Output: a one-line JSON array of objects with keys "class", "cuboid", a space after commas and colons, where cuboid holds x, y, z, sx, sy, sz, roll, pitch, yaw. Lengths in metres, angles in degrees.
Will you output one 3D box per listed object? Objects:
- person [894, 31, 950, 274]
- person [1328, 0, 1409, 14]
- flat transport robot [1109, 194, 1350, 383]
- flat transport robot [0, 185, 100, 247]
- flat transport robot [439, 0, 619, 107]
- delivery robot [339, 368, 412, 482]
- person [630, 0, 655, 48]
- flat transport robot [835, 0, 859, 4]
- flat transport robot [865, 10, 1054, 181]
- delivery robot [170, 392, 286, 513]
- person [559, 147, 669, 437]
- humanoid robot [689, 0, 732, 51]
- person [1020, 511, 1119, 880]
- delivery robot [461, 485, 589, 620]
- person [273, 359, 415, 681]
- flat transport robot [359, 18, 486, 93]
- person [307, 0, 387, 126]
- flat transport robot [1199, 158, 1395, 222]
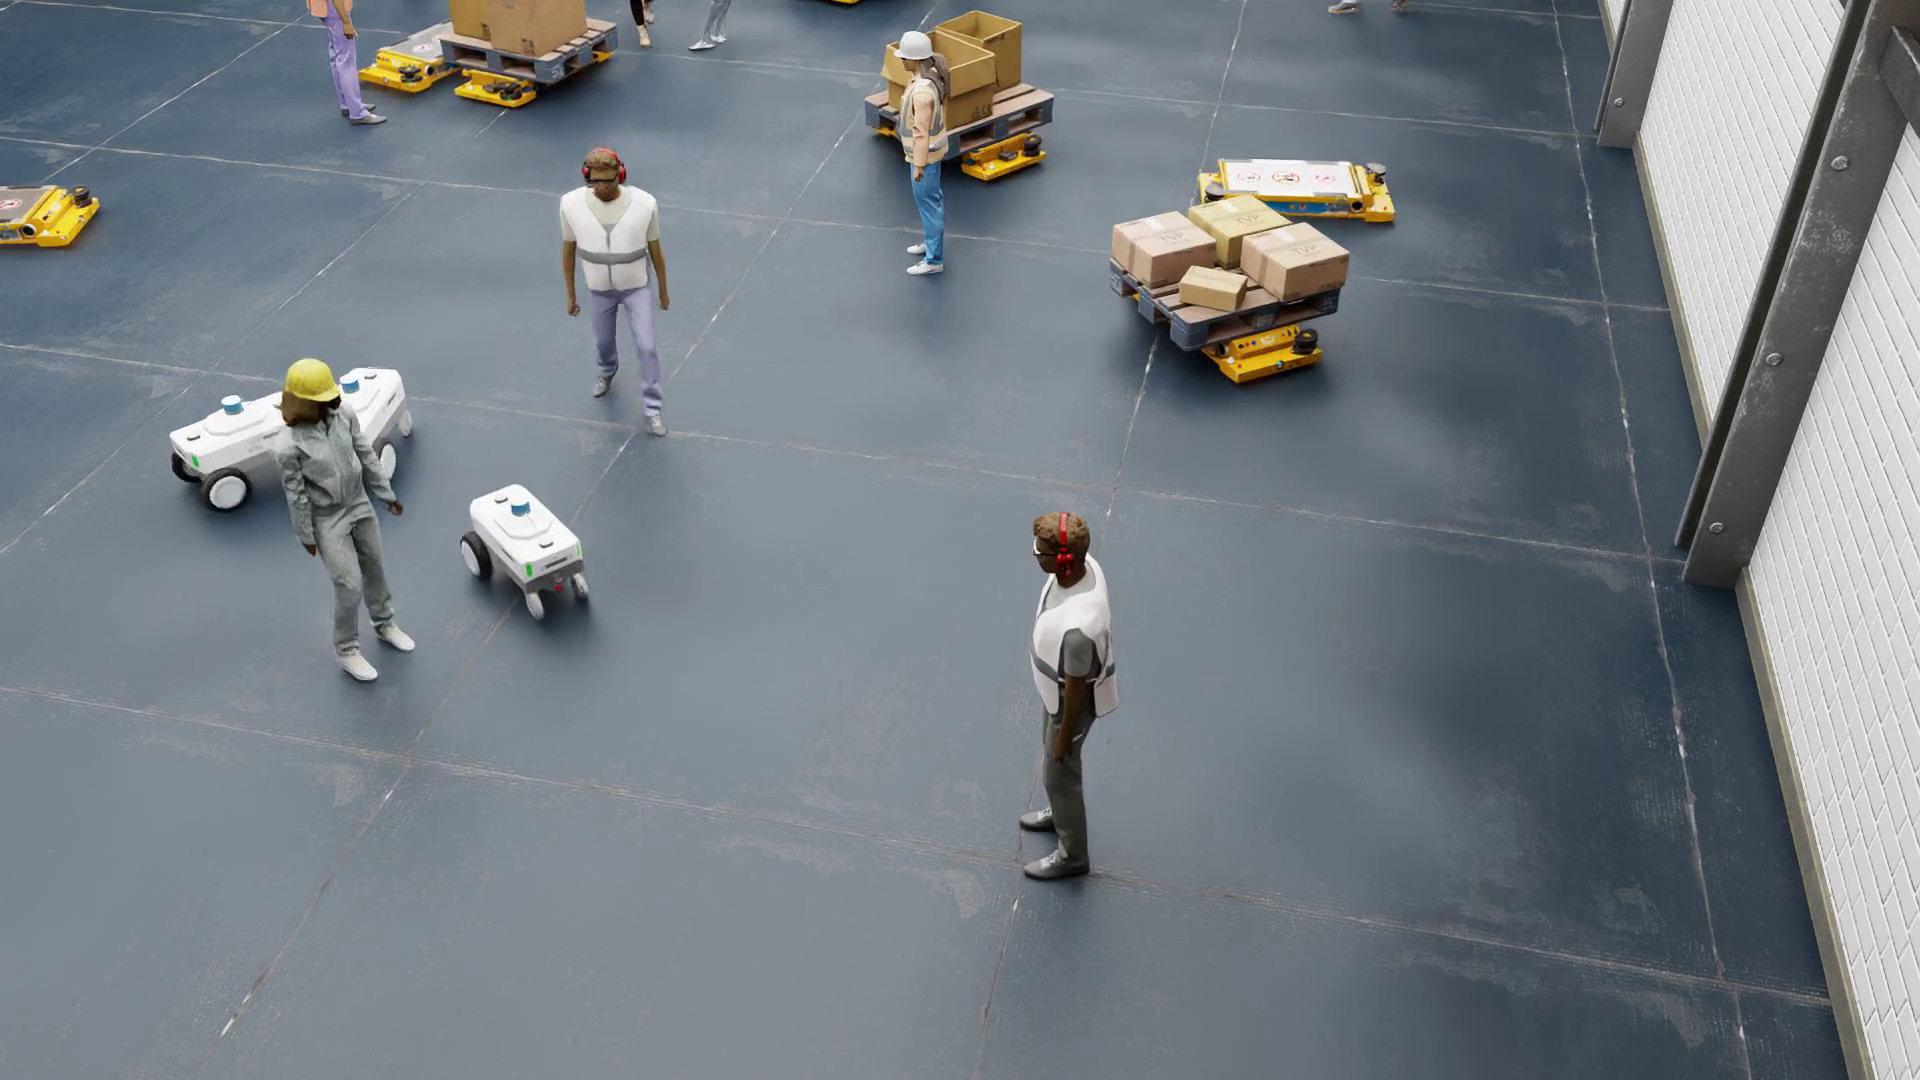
[{"class": "person", "cuboid": [-0.258, -2.706, 11.629, 0.379, 1.721, 0.487, 0, 37, 0]}, {"class": "person", "cuboid": [4.027, -5.915, 15.810, 0.742, 1.859, 0.583, -2, 37, -3]}, {"class": "flat transport robot", "cuboid": [1.763, -1.534, 11.272, 0.659, 0.231, 1.431, -16, 40, -21]}, {"class": "flat transport robot", "cuboid": [-7.300, -2.404, 12.436, 1.431, 0.231, 0.659, -2, 37, -3]}, {"class": "flat transport robot", "cuboid": [-3.809, -4.244, 14.897, 0.659, 0.231, 1.431, 17, 40, 21]}, {"class": "delivery robot", "cuboid": [-3.585, -0.719, 9.916, 0.499, 0.563, 0.738, 4, 37, 5]}, {"class": "person", "cuboid": [-3.007, -5.430, 15.306, 0.548, 1.675, 0.514, -16, 40, -21]}, {"class": "flat transport robot", "cuboid": [-1.004, -5.826, 17.014, 0.659, 0.231, 1.431, 19, 41, 23]}, {"class": "flat transport robot", "cuboid": [-0.020, -3.333, 13.678, 0.659, 0.231, 1.431, -28, 45, -32]}, {"class": "delivery robot", "cuboid": [-4.215, -0.548, 9.726, 0.788, 0.610, 0.499, -29, 46, -33]}, {"class": "person", "cuboid": [-2.068, -1.558, 10.034, 0.597, 1.805, 0.791, -5, 37, -6]}, {"class": "humanoid robot", "cuboid": [-2.361, -5.353, 15.141, 0.754, 1.758, 0.552, 12, 38, 16]}, {"class": "person", "cuboid": [0.469, 0.654, 7.041, 0.394, 1.830, 0.570, 0, 37, 0]}, {"class": "delivery robot", "cuboid": [-2.335, 0.015, 8.953, 0.499, 0.586, 0.773, -26, 44, -30]}, {"class": "person", "cuboid": [-3.007, -0.114, 8.149, 0.387, 1.730, 0.527, 14, 39, 18]}, {"class": "flat transport robot", "cuboid": [-4.724, -4.452, 15.177, 0.659, 0.231, 1.431, 19, 41, 23]}, {"class": "person", "cuboid": [-5.160, -4.348, 13.724, 0.390, 1.841, 0.565, -20, 41, -24]}, {"class": "flat transport robot", "cuboid": [2.585, -2.692, 12.820, 1.431, 0.231, 0.659, 2, 37, 3]}]
